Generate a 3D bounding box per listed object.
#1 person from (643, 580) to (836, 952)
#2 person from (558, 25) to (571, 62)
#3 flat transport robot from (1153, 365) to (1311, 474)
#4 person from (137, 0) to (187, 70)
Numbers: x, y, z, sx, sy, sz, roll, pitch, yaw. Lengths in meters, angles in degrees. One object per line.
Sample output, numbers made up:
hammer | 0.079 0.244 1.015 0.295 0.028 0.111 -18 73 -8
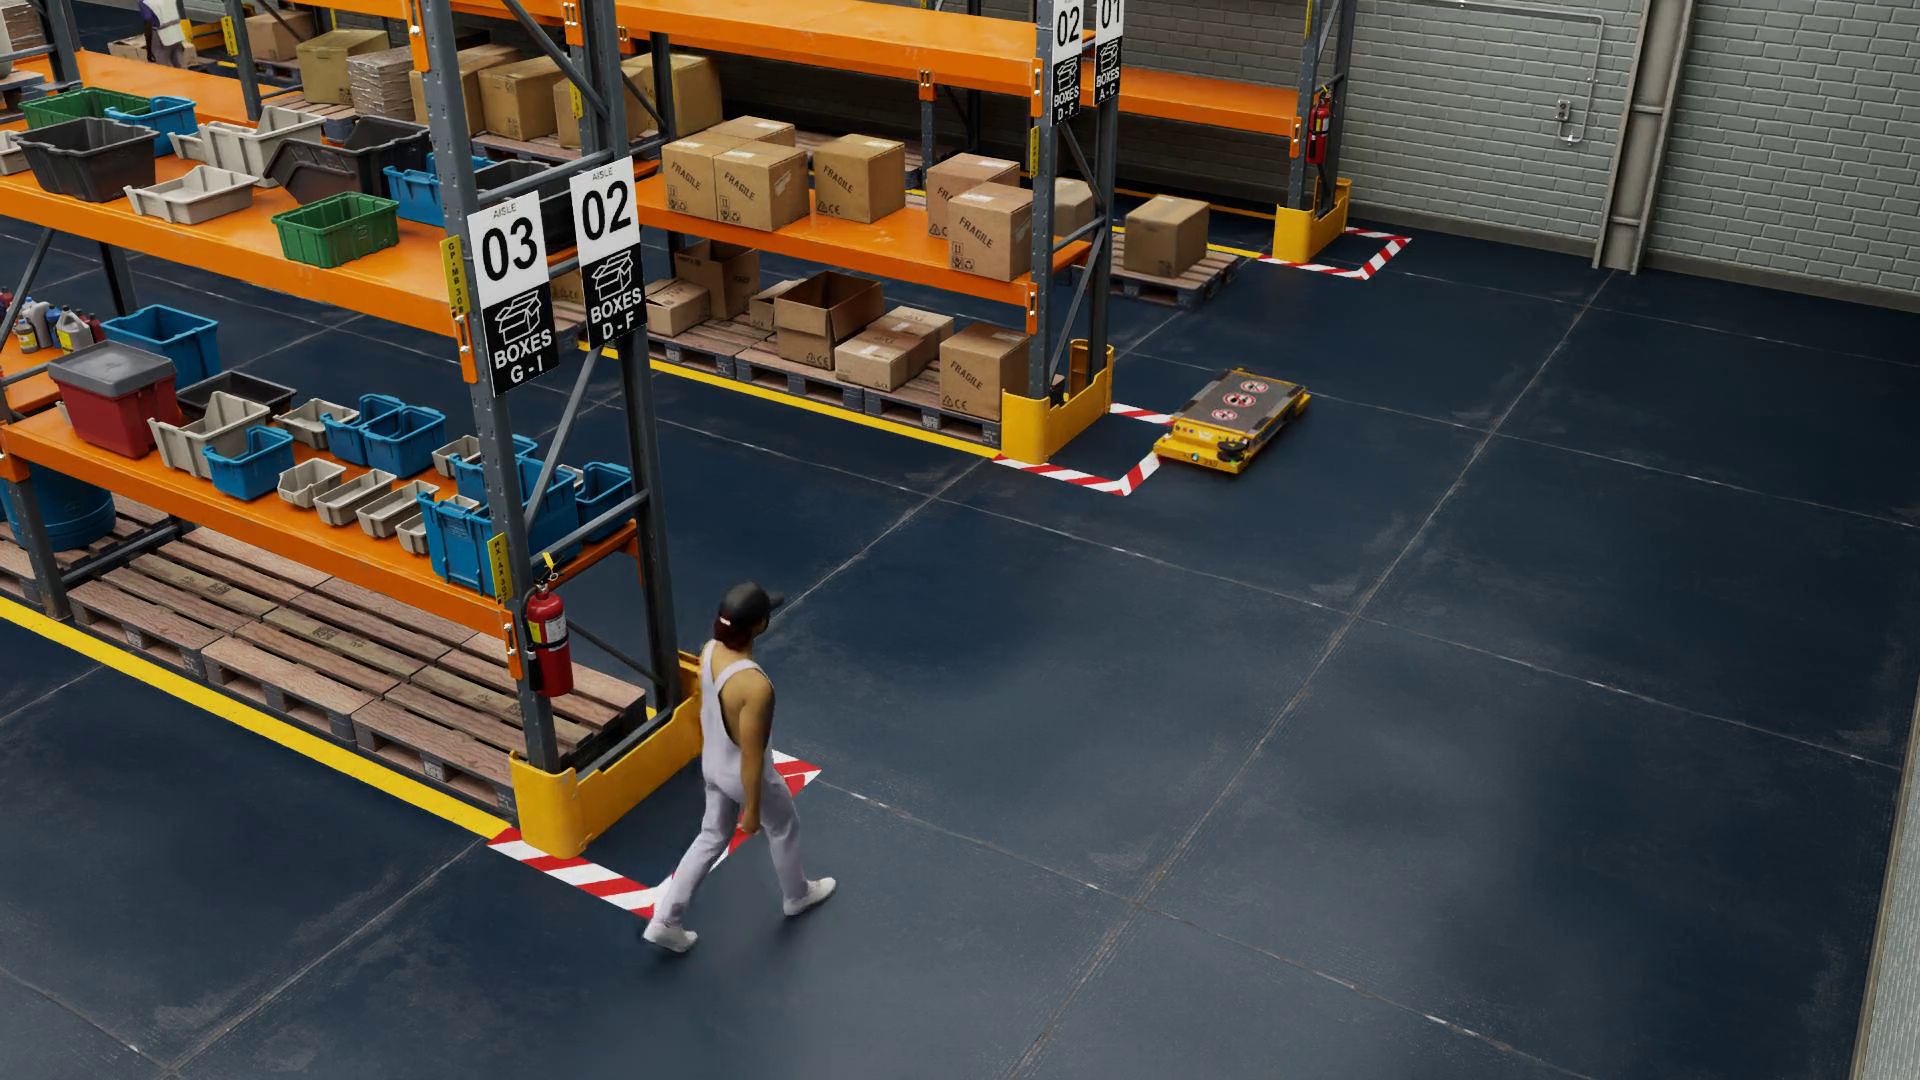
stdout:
person | -1.006 0.999 7.244 0.909 1.821 0.519 -24 37 -36
person | -3.932 -4.467 17.189 0.533 1.690 0.320 12 31 20
flat transport robot | 2.025 -0.901 12.251 0.659 0.231 1.431 16 33 27
person | -9.250 -5.774 19.393 0.401 1.834 0.580 8 30 14
